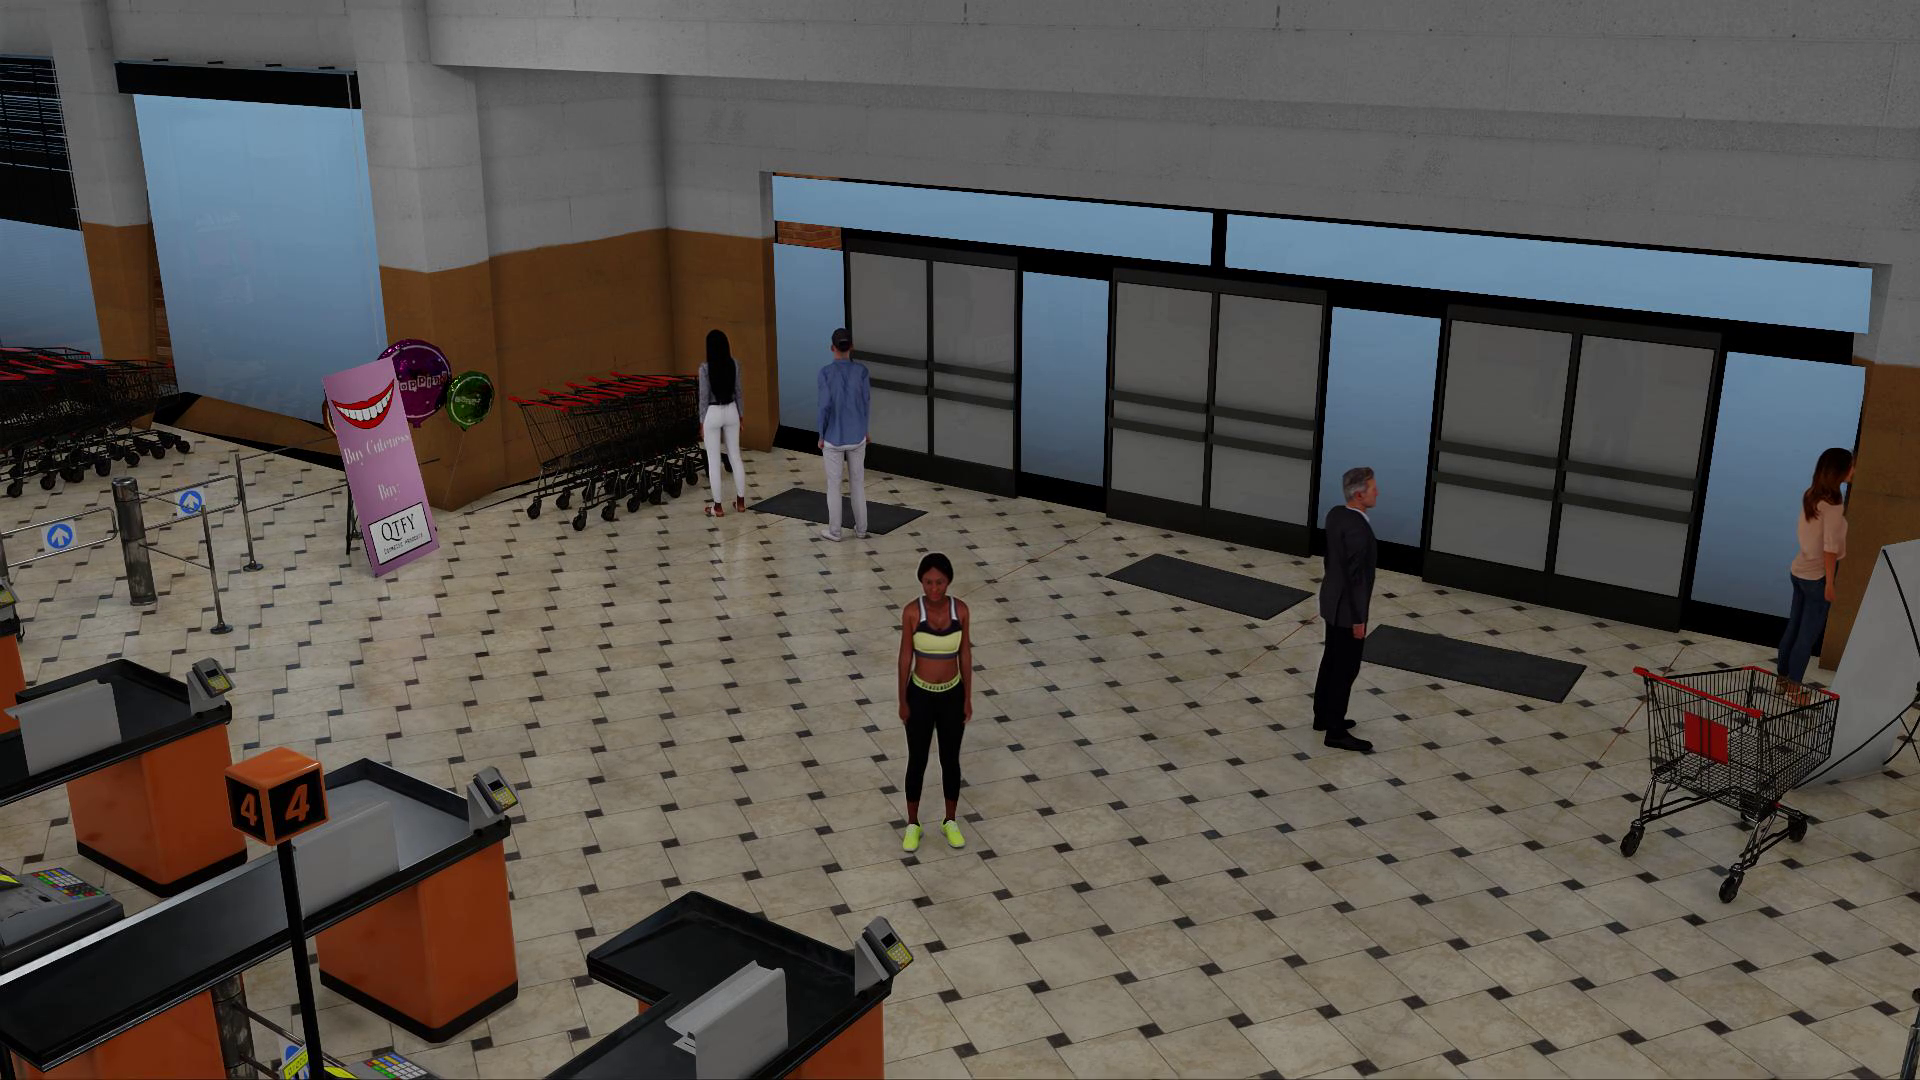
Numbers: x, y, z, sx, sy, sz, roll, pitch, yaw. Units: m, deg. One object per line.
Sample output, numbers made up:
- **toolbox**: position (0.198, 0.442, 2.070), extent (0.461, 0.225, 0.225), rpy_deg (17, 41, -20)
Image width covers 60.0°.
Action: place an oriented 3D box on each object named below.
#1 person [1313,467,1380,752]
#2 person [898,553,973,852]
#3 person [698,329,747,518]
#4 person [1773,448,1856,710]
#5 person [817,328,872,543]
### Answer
- **person**: position (2.473, 0.409, 10.604), extent (0.864, 1.839, 0.769), rpy_deg (-1, 19, -4)
- **person**: position (-0.137, 0.895, 9.299), extent (0.638, 1.753, 0.692), rpy_deg (-3, 19, -8)
- **person**: position (-2.186, -1.078, 15.196), extent (0.569, 1.724, 0.723), rpy_deg (-12, 22, -31)
- **person**: position (5.733, 0.241, 11.176), extent (0.728, 1.792, 0.617), rpy_deg (2, 19, 5)
- **person**: position (-1.012, -0.915, 14.456), extent (0.687, 1.888, 0.804), rpy_deg (-8, 20, -23)
